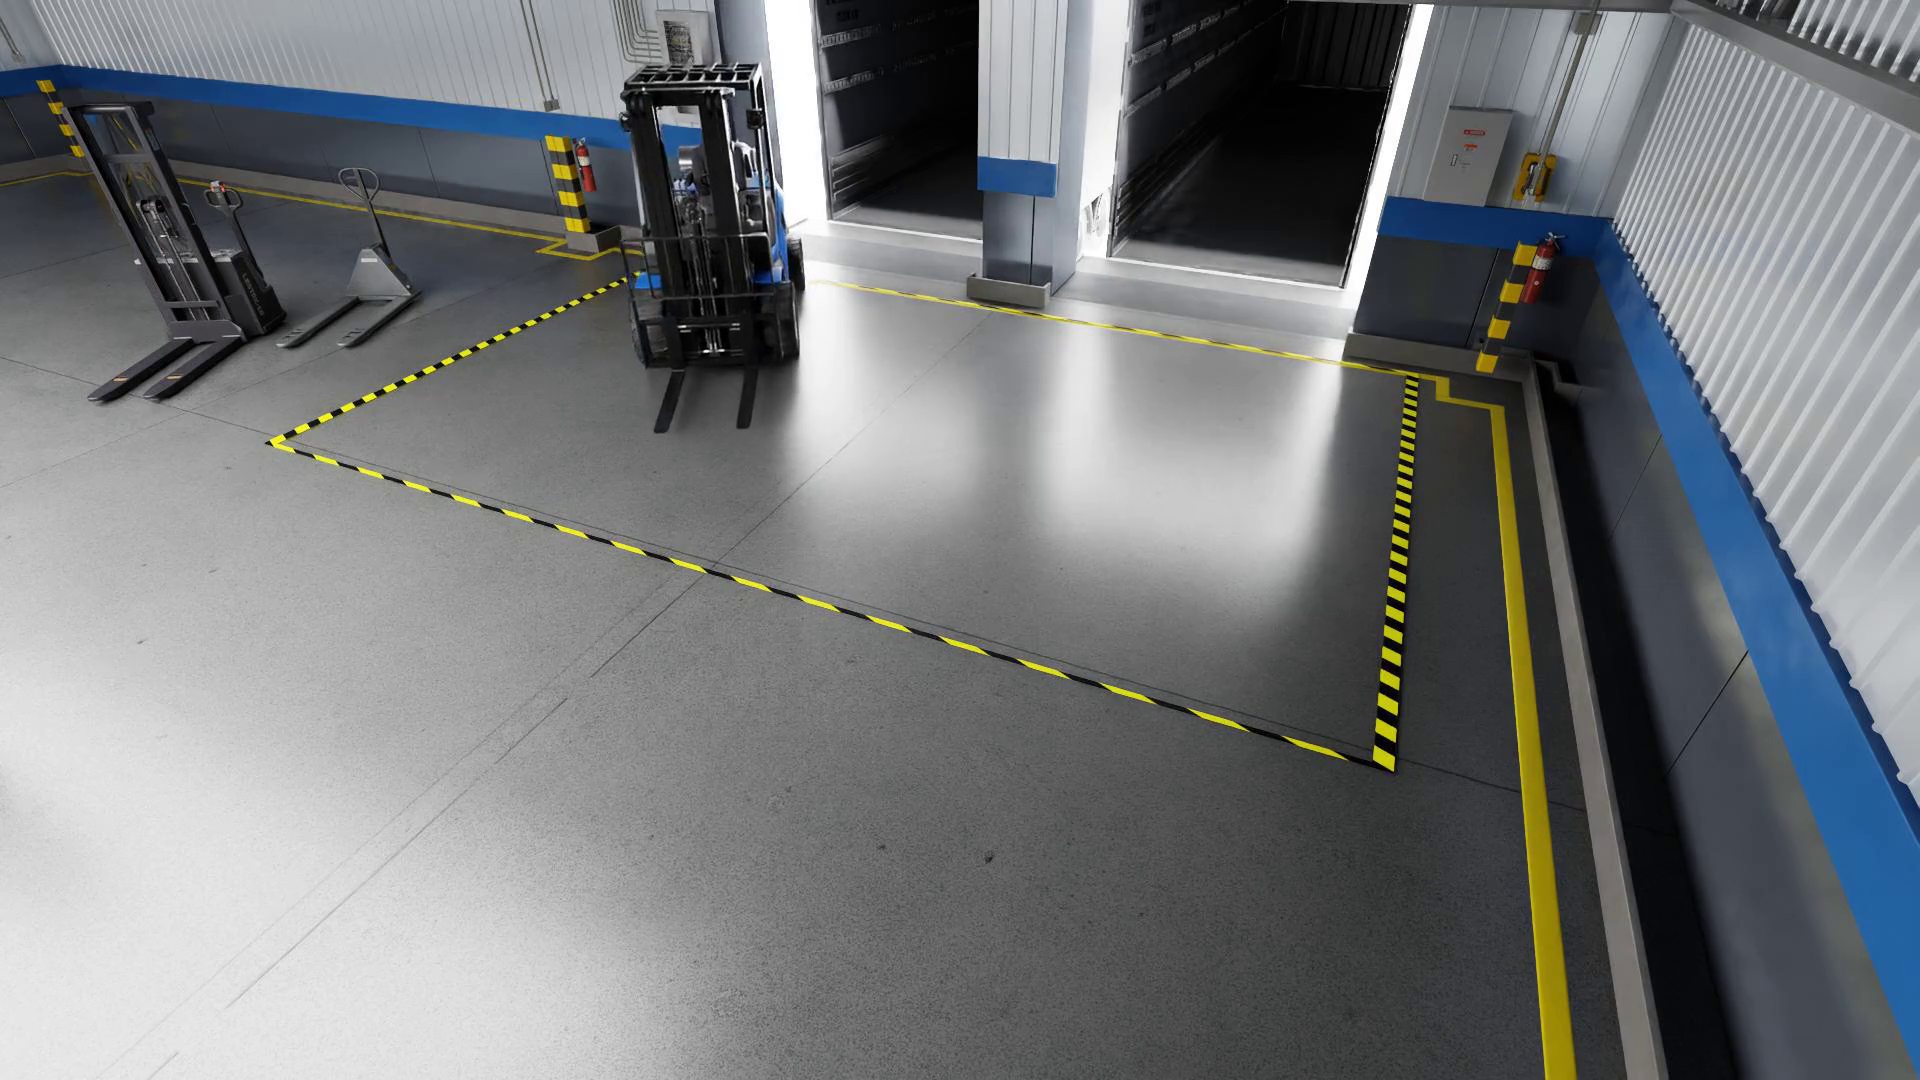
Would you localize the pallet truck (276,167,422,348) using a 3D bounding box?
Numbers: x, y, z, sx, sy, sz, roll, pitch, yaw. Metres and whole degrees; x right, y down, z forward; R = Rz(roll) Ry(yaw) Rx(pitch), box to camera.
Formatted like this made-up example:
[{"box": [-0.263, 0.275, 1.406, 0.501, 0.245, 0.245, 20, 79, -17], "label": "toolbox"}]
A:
[{"box": [-5.732, -2.611, 8.414, 0.680, 1.201, 1.601, -1, 35, -1], "label": "pallet truck"}]

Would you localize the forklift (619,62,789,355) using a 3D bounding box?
[{"box": [-2.156, -2.982, 7.972, 1.157, 2.036, 2.680, -4, 35, -6], "label": "forklift"}]

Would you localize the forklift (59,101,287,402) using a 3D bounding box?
[{"box": [-6.686, -2.387, 7.434, 0.823, 1.965, 1.885, -3, 35, -5], "label": "forklift"}]
